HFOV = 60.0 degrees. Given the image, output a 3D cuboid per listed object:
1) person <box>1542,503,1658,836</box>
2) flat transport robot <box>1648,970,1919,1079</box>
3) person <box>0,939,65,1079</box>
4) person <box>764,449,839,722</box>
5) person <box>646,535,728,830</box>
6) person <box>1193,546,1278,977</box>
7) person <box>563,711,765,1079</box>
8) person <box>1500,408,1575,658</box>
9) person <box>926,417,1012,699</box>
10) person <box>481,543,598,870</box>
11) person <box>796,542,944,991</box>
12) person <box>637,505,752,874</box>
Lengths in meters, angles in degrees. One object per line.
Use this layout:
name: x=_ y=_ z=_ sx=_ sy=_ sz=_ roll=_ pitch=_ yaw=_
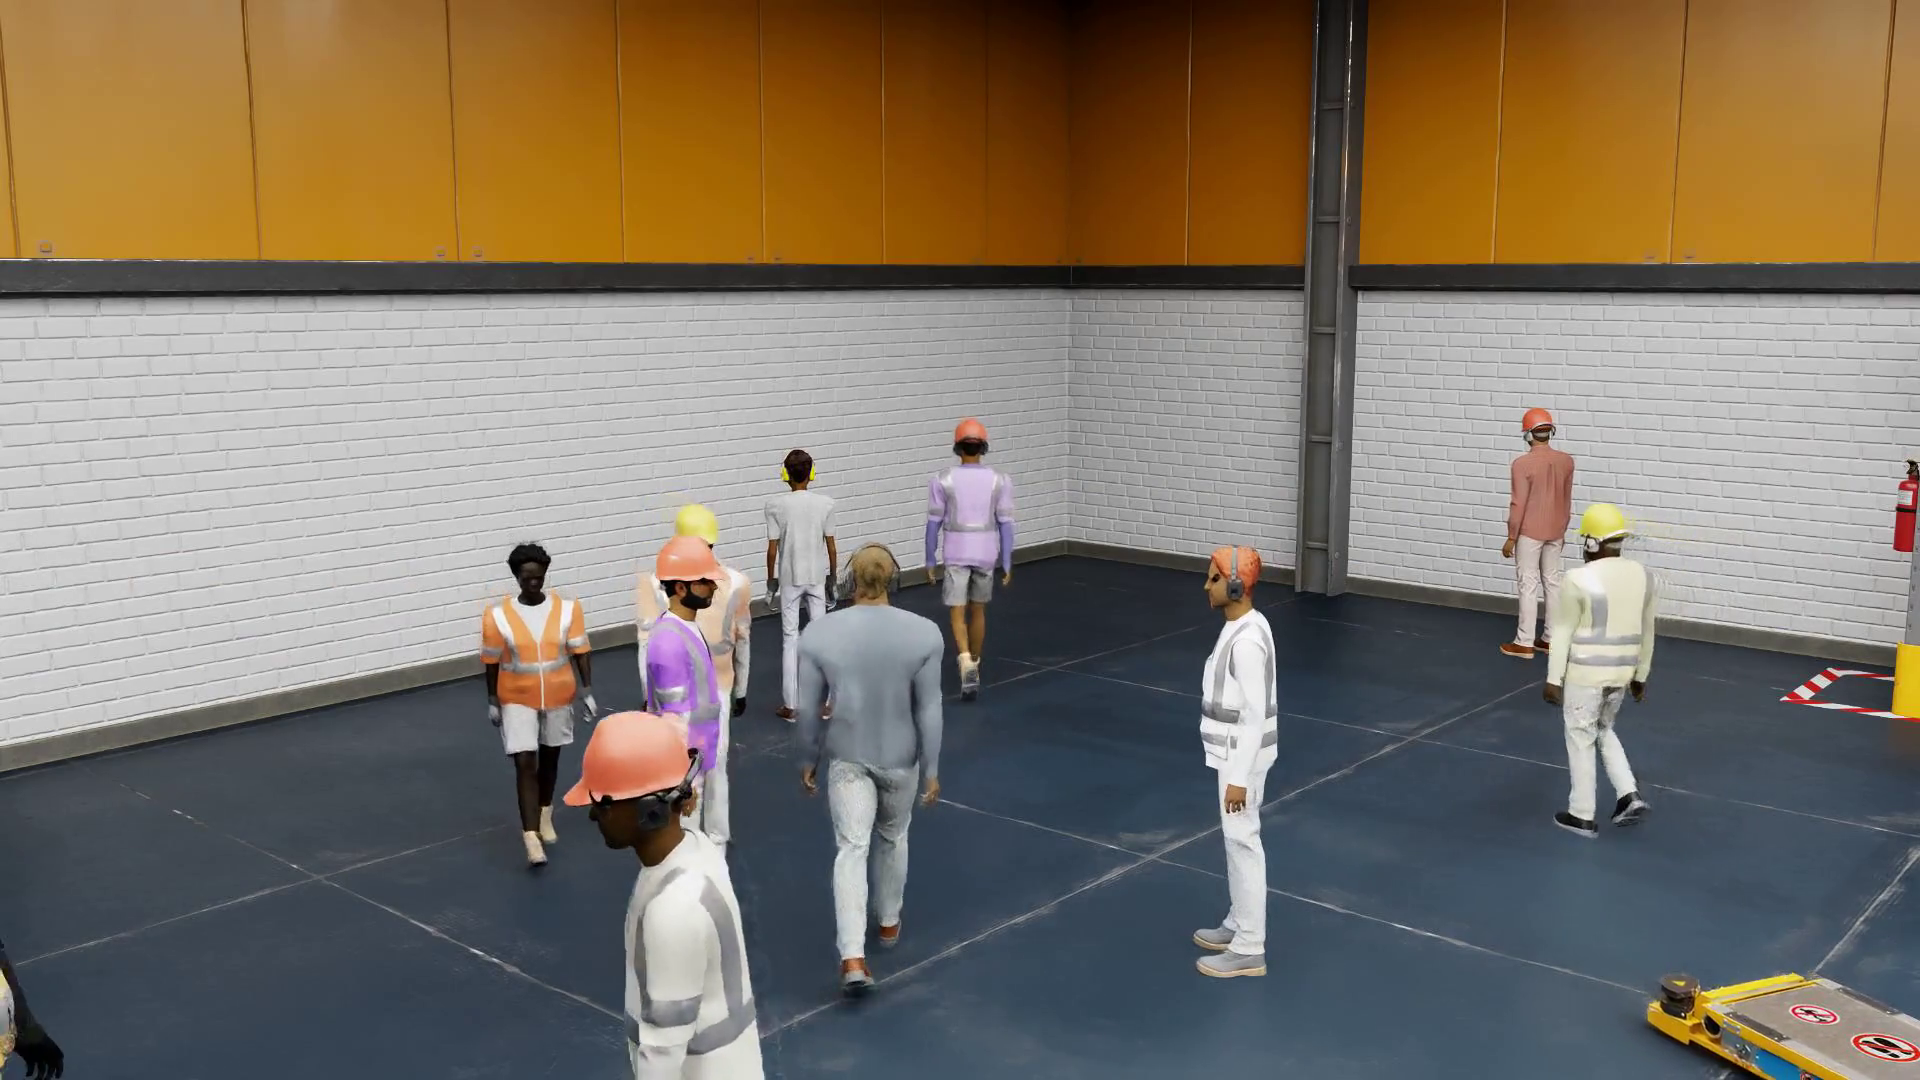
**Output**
person: x=3.447 y=0.706 z=8.996 sx=0.599 sy=1.818 sz=0.418 roll=-4 pitch=10 yaw=-23
flat transport robot: x=3.333 y=1.929 z=6.140 sx=0.652 sy=0.197 sz=1.431 roll=-4 pitch=10 yaw=-22
person: x=-2.579 y=1.445 z=4.383 sx=0.810 sy=1.810 sz=0.632 roll=-2 pitch=9 yaw=-15
person: x=-1.078 y=0.309 z=11.334 sx=0.508 sy=1.865 sz=0.329 roll=-3 pitch=9 yaw=-16
person: x=-1.163 y=0.938 z=7.143 sx=0.362 sy=1.939 sz=0.543 roll=-1 pitch=9 yaw=-6
person: x=1.205 y=0.952 z=7.227 sx=0.337 sy=1.882 sz=0.584 roll=1 pitch=9 yaw=7
person: x=-0.596 y=1.389 z=4.240 sx=1.090 sy=1.987 sz=0.601 roll=-3 pitch=9 yaw=-16
person: x=4.578 y=-0.054 z=13.224 sx=0.608 sy=1.987 sz=0.391 roll=-4 pitch=10 yaw=-24
person: x=0.078 y=0.125 z=12.025 sx=0.622 sy=2.022 sz=0.889 roll=-2 pitch=9 yaw=-9
person: x=-2.162 y=0.844 z=8.589 sx=0.549 sy=1.648 sz=0.854 roll=-4 pitch=10 yaw=-24
person: x=-0.389 y=0.953 z=7.191 sx=0.642 sy=1.903 sz=0.991 roll=0 pitch=9 yaw=0
person: x=-1.383 y=0.725 z=8.710 sx=0.594 sy=1.884 sz=0.996 roll=-2 pitch=9 yaw=-11
